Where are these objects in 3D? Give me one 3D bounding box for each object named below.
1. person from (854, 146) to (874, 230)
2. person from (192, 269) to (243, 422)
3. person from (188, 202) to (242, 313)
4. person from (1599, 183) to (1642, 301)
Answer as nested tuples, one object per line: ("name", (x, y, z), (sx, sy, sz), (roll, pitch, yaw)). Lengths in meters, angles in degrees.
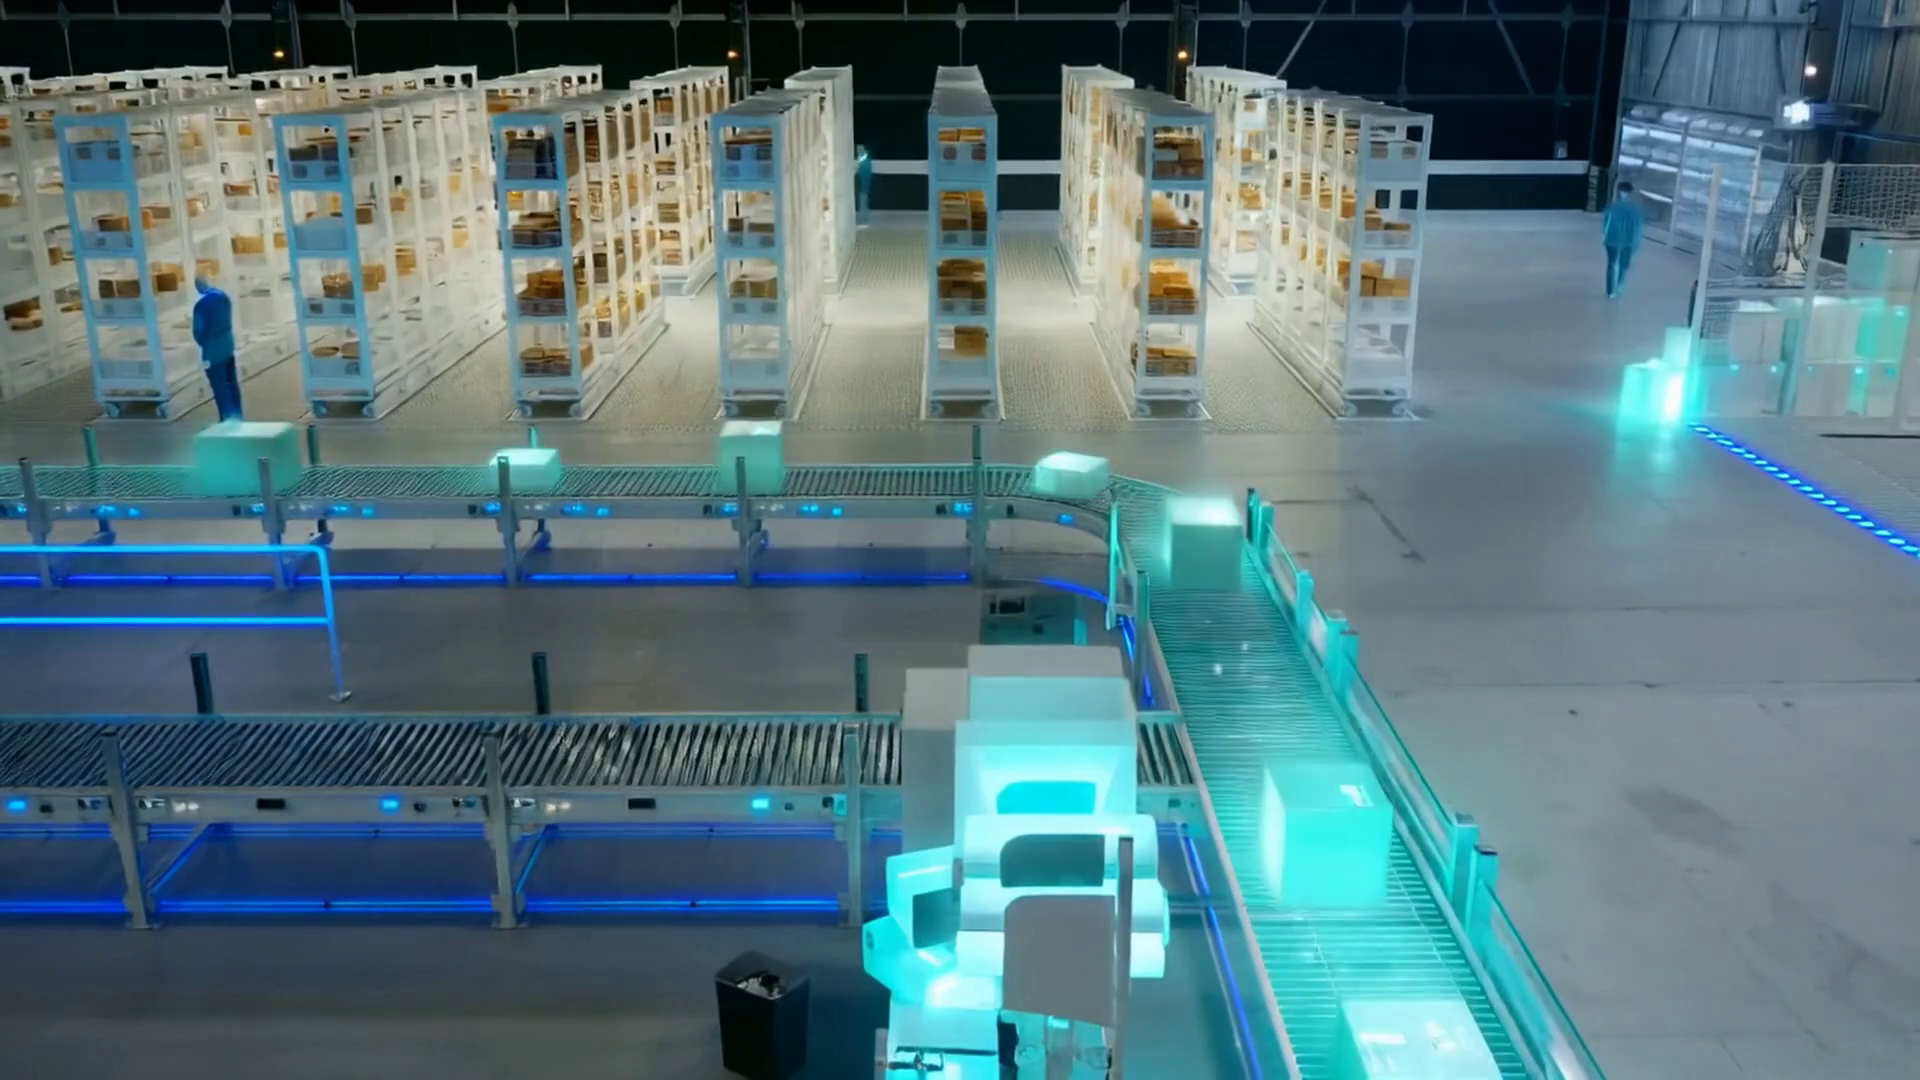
("person", (-2.129, -7.706, 36.427), (0.425, 1.819, 0.627), (-3, 18, -10))
("person", (-8.659, -2.190, 19.302), (0.399, 1.908, 0.643), (0, 18, 1))
("person", (-12.011, -4.500, 26.595), (0.972, 1.791, 0.598), (-7, 19, -19))
("person", (11.055, -5.002, 27.921), (0.632, 1.939, 1.016), (6, 19, 19))
